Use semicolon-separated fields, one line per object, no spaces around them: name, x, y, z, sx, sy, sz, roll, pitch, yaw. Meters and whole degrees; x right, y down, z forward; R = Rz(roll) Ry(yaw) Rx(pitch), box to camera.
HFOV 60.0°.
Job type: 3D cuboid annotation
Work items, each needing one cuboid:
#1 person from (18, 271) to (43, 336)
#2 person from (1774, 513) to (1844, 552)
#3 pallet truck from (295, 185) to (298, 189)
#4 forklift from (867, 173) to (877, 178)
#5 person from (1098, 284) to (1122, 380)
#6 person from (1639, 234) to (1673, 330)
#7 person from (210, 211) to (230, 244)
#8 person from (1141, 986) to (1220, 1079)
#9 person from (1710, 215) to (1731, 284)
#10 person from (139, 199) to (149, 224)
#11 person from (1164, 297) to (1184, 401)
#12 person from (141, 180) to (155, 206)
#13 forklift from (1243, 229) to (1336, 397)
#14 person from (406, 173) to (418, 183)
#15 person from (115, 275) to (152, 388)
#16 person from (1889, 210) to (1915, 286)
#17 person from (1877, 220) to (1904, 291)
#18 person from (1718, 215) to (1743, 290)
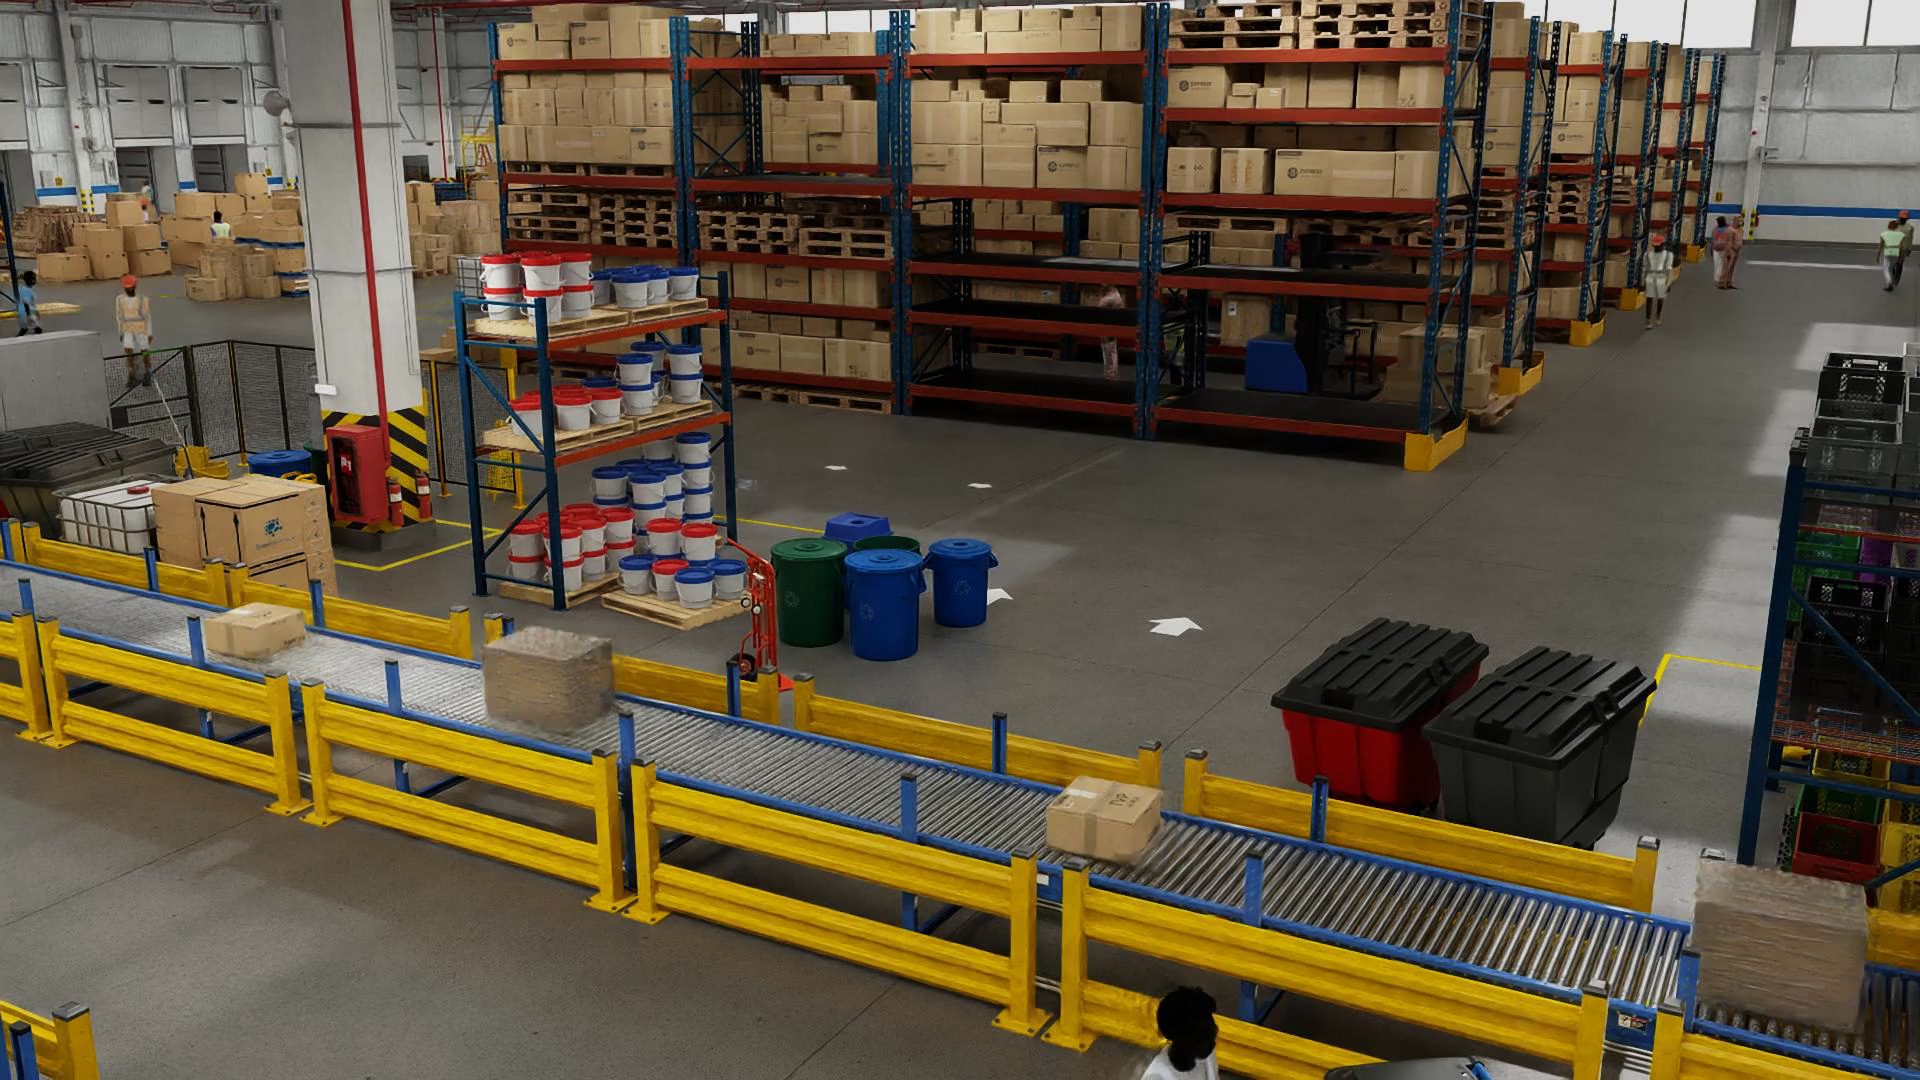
person;-17.607;-4.265;31.515;0.760;1.633;0.557;-7;16;-25
person;9.146;-0.531;17.568;0.514;1.587;0.850;-14;20;-42
pallet truck;-26.804;-14.617;69.738;1.885;1.965;0.823;-14;20;-42
forklift;-2.871;-11.646;56.880;1.873;2.768;1.129;-8;17;-27
person;2.529;-3.609;28.531;0.409;1.907;0.651;-3;15;-12
person;14.780;-5.484;35.341;0.646;2.030;0.456;7;16;25
person;-19.501;-7.715;43.945;0.391;1.920;0.593;6;16;22
person;0.858;2.438;6.282;0.861;1.644;0.551;9;17;30
person;20.204;-7.683;44.035;0.620;1.814;0.667;-13;20;-40
person;-24.434;-9.201;49.580;0.564;1.899;0.891;4;16;16
person;3.472;-3.113;27.067;0.320;1.698;0.531;-3;15;-10
person;-32.738;-13.680;66.944;0.519;1.616;0.662;7;17;26
forklift;5.568;-3.500;26.259;1.873;2.768;1.129;8;17;28
person;-22.067;-13.874;67.209;0.567;1.860;0.824;-11;18;-35
person;-14.011;-3.515;28.183;0.576;1.902;0.866;-2;15;-9
person;24.777;-7.715;43.889;0.619;1.966;0.972;9;17;30
person;23.684;-7.221;42.302;0.576;1.809;0.748;2;15;9
person;19.892;-7.389;42.780;0.636;1.900;0.396;-12;19;-38
